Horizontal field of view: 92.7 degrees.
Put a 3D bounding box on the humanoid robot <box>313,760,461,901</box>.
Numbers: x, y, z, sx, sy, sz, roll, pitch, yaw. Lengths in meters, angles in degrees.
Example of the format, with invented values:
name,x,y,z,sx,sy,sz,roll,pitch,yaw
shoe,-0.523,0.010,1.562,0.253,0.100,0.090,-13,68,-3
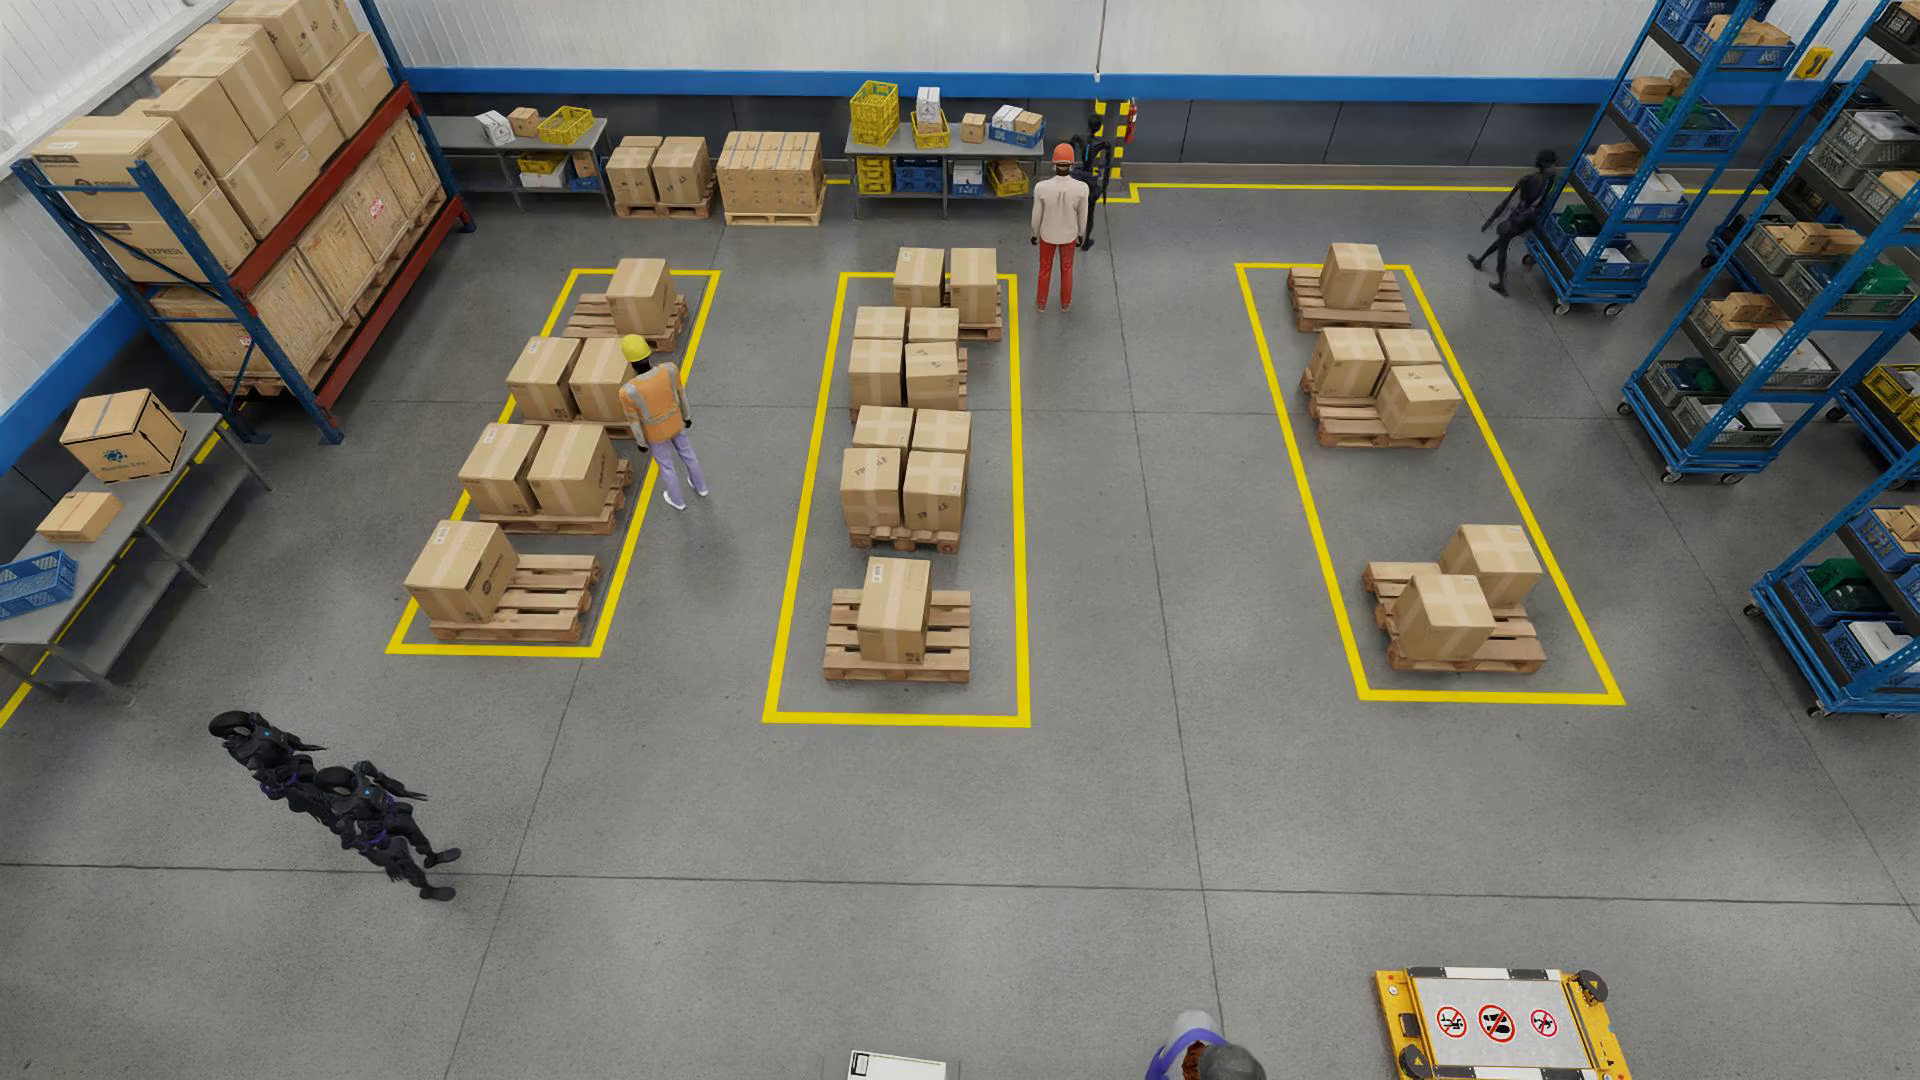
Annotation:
name,x,y,z,sx,sy,sz,roll,pitch,yaw
humanoid robot,-3.740,1.891,6.026,0.326,1.657,0.593,-8,51,-6

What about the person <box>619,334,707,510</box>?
name,x,y,z,sx,sy,sz,roll,pitch,yaw
person,-2.691,-1.042,8.275,0.388,1.919,0.579,34,59,25

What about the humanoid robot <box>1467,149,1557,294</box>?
name,x,y,z,sx,sy,sz,roll,pitch,yaw
humanoid robot,6.464,-3.727,10.651,0.614,1.630,0.768,-18,53,-14

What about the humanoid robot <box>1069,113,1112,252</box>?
name,x,y,z,sx,sy,sz,roll,pitch,yaw
humanoid robot,1.520,-4.335,11.111,0.581,1.648,0.368,16,53,13

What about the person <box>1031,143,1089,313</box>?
name,x,y,z,sx,sy,sz,roll,pitch,yaw
person,1.086,-3.402,10.153,0.608,1.985,0.389,1,51,1

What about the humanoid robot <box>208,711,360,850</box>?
name,x,y,z,sx,sy,sz,roll,pitch,yaw
humanoid robot,-4.511,1.610,6.256,0.327,1.657,0.589,-25,55,-19

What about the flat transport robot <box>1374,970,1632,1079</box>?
name,x,y,z,sx,sy,sz,roll,pitch,yaw
flat transport robot,3.501,3.133,5.914,1.431,0.197,0.652,1,51,1

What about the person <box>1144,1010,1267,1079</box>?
name,x,y,z,sx,sy,sz,roll,pitch,yaw
person,1.243,3.012,4.888,0.536,2.000,0.679,11,52,9
